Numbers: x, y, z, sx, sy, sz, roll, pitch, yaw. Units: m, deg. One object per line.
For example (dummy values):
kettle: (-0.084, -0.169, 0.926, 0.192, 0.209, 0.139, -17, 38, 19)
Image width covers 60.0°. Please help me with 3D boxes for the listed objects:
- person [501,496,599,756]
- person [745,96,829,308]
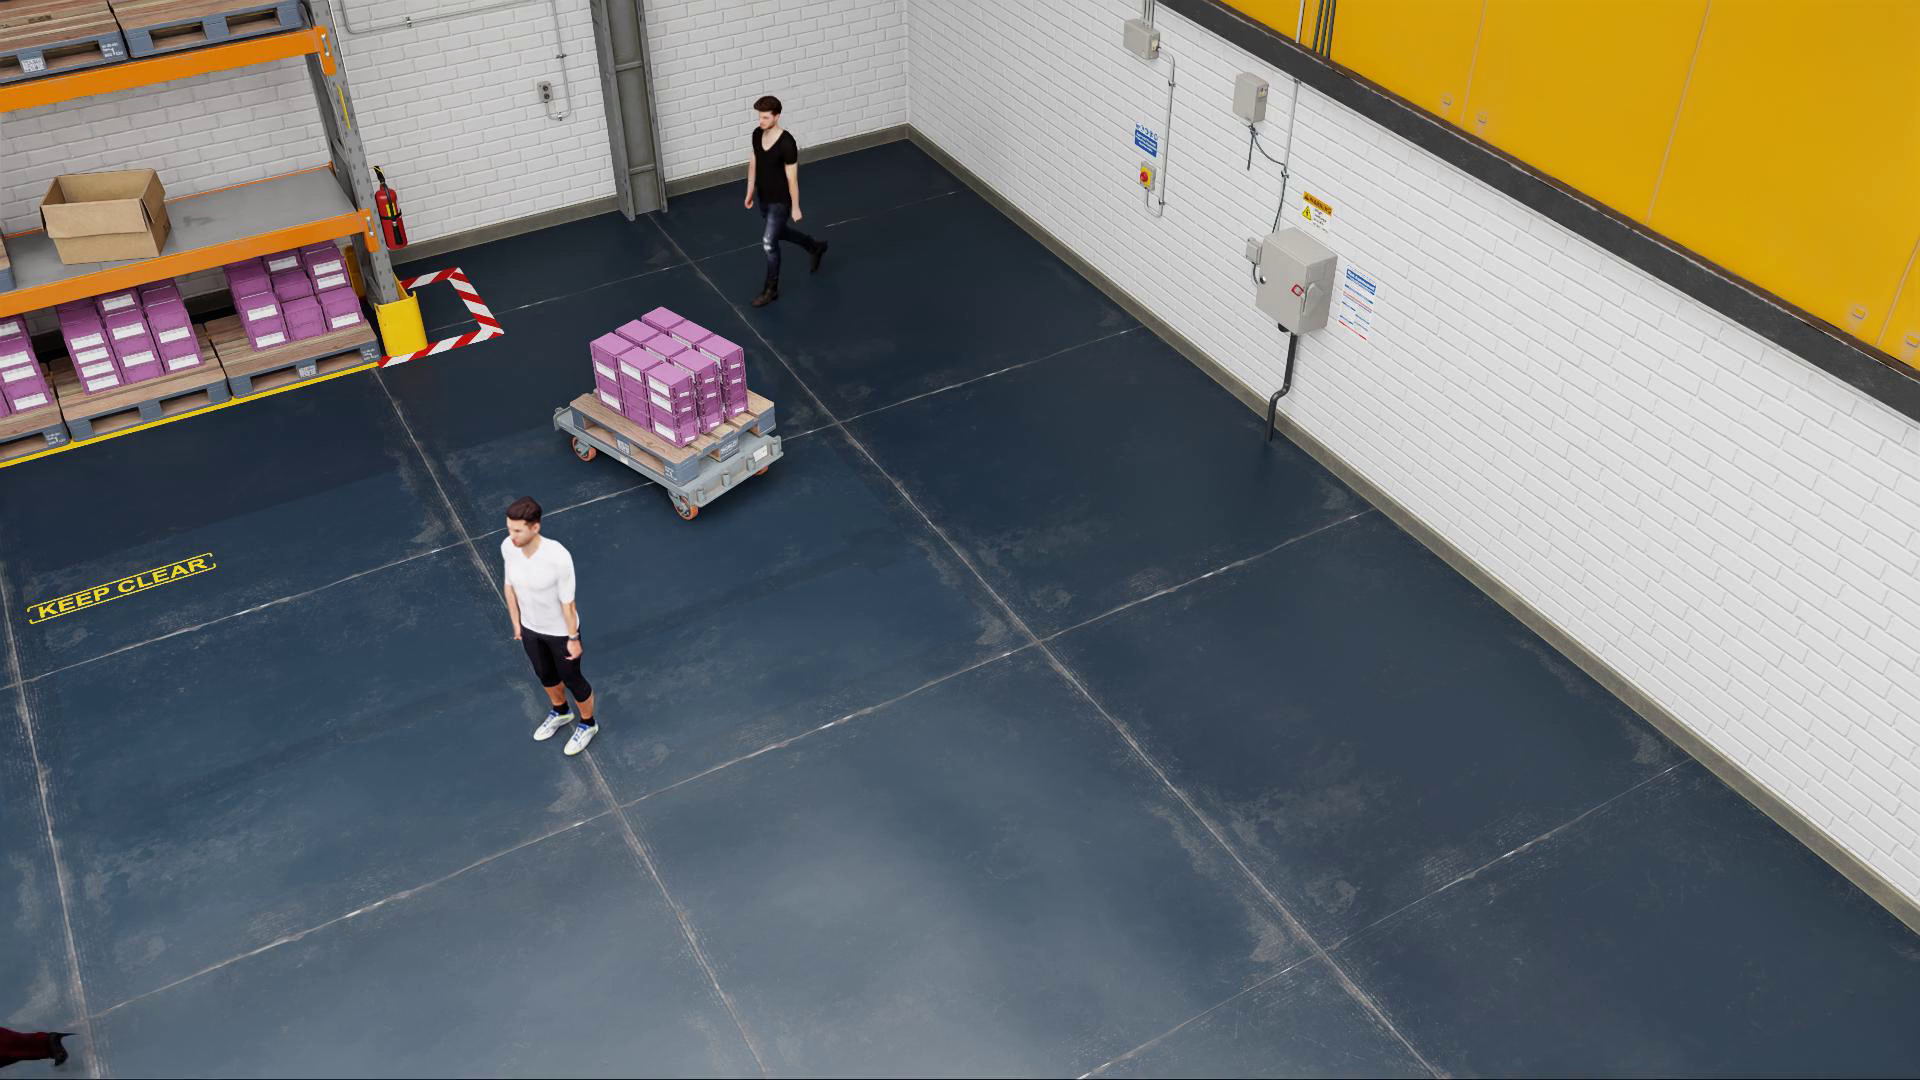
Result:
person: (-2.460, 0.495, 9.981, 0.741, 1.848, 0.766, 16, 41, 19)
person: (-1.507, -2.956, 14.287, 1.220, 1.867, 0.839, -28, 46, -30)
